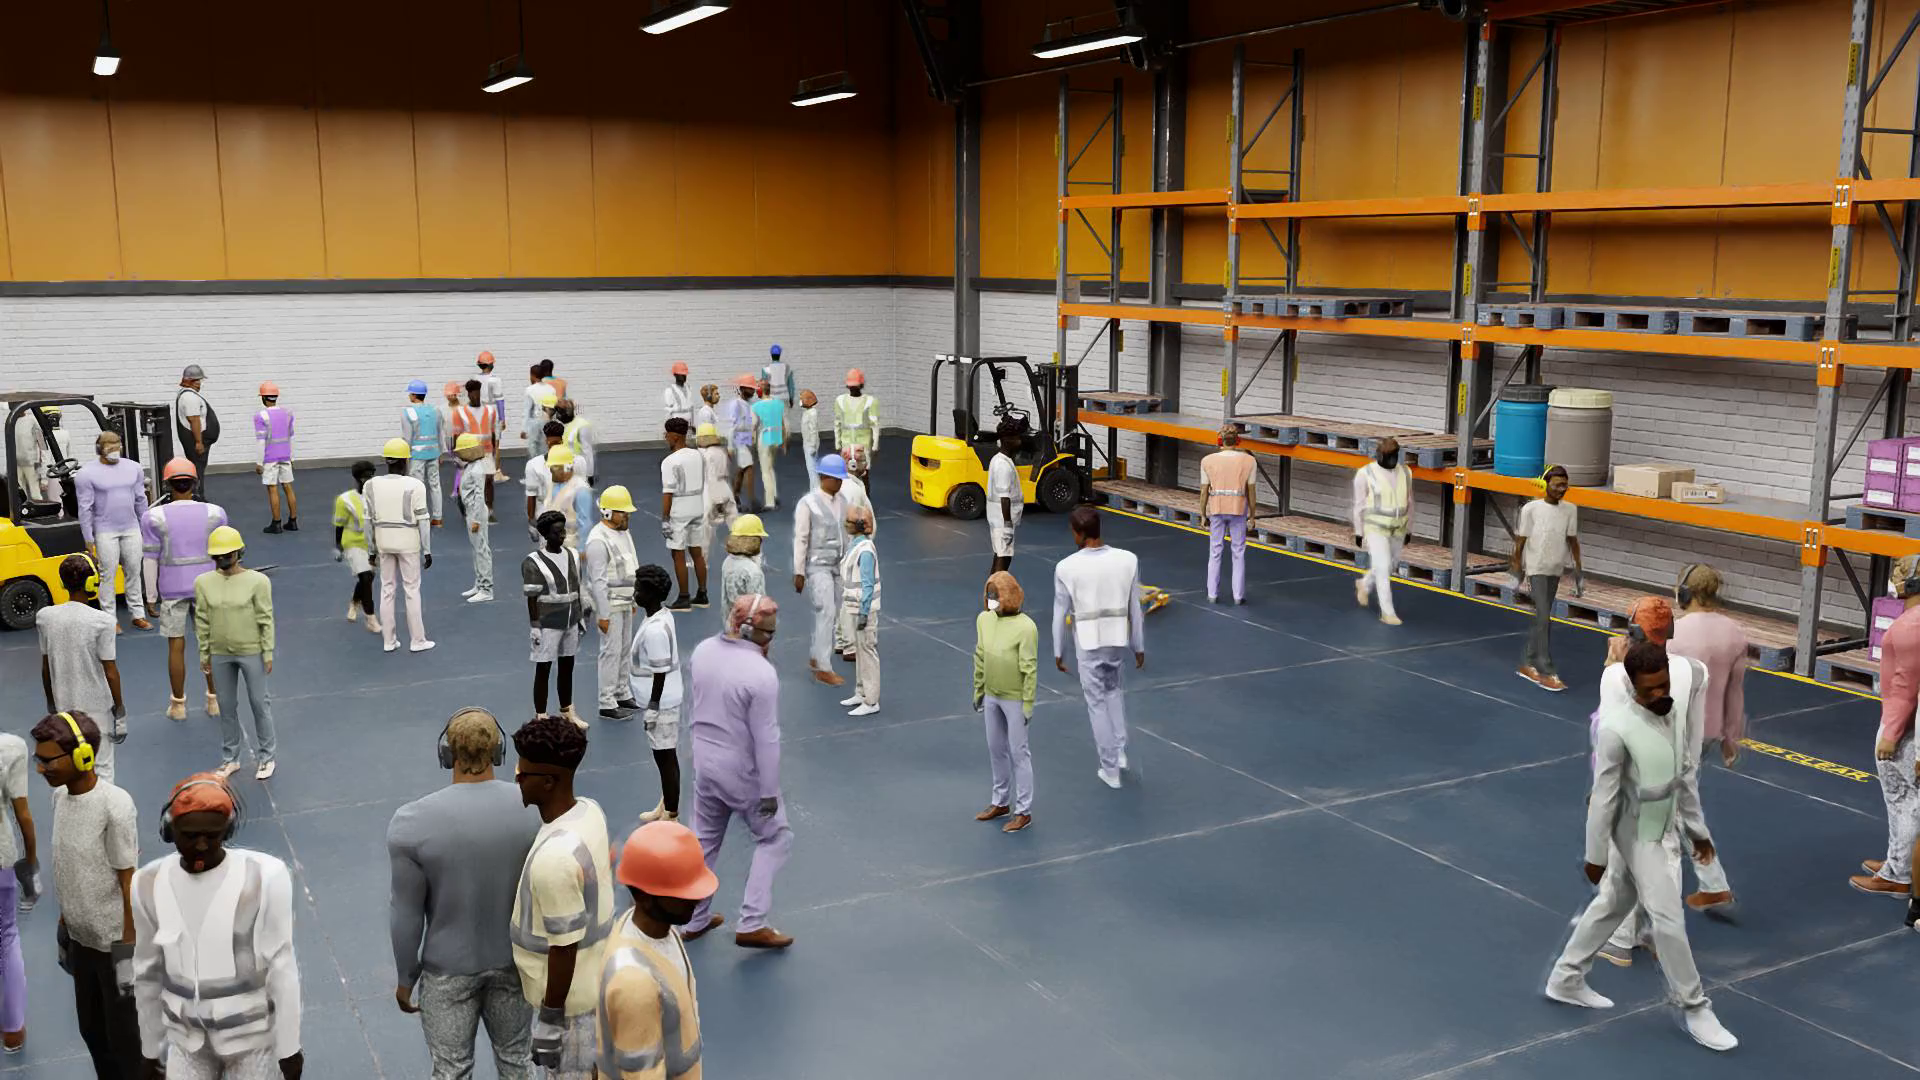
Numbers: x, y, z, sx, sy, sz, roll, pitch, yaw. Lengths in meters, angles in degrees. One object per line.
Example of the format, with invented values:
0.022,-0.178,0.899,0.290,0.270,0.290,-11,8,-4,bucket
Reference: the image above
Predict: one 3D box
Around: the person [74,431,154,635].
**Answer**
-7.923,-0.071,15.610,0.382,1.930,0.636,7,12,37,person

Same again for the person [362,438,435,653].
-5.016,0.052,14.890,0.594,1.924,0.382,1,10,5,person

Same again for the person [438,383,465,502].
-7.281,-1.413,23.962,0.593,1.698,0.903,2,10,9,person

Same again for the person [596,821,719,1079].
-0.829,1.761,5.097,0.629,1.908,0.587,0,10,-2,person

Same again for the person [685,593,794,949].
-1.140,1.189,8.535,0.670,1.871,0.420,8,13,40,person

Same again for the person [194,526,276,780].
-4.899,0.769,11.257,0.527,1.760,0.345,0,10,0,person

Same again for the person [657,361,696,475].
-4.355,-1.794,25.546,0.769,1.921,0.546,5,11,27,person

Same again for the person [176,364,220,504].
-10.502,-1.406,22.957,0.536,2.000,0.684,-6,12,-32,person

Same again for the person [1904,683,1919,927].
5.252,1.143,8.639,0.390,1.923,0.549,-6,12,-33,person

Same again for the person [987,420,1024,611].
0.443,-0.191,16.177,0.361,1.963,0.612,-1,10,-5,person

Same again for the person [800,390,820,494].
-2.139,-1.327,23.708,0.278,1.628,0.505,-3,10,-17,person

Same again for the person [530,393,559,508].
-5.346,-1.045,21.699,0.411,1.743,0.553,7,12,33,person

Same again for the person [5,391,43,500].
-11.613,-0.914,20.634,0.518,1.865,0.327,1,10,8,person

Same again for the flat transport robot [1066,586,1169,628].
1.523,0.629,16.334,0.652,0.197,1.431,4,11,24,flat transport robot

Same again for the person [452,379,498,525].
-6.433,-1.188,22.015,0.596,1.928,0.933,-7,12,-35,person

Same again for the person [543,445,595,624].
-3.648,0.003,15.519,0.681,1.817,0.613,-9,13,-42,person

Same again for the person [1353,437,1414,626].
4.111,-0.123,16.246,0.628,1.812,0.835,-3,10,-18,person

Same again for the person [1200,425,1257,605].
2.716,-0.247,16.882,0.560,1.836,0.394,2,10,12,person

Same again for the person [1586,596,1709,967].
3.437,1.207,8.356,0.572,1.887,0.356,-2,10,-11,person

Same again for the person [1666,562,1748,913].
4.007,1.069,9.142,0.636,1.911,0.903,-5,11,-25,person

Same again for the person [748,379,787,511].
-2.688,-1.307,22.986,0.510,1.825,0.612,9,13,41,person

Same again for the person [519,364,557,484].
-6.377,-1.739,25.358,0.989,1.877,0.608,5,11,25,person

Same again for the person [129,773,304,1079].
-2.517,1.677,5.704,0.609,1.866,0.715,1,10,6,person

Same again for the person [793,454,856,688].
-1.090,0.231,13.897,0.677,1.913,0.632,9,13,41,person

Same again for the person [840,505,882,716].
-0.766,0.540,12.903,0.312,1.642,0.512,-2,10,-12,person

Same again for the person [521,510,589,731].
-2.987,0.616,12.309,0.318,1.697,0.535,7,12,33,person

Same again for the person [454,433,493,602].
-5.006,-0.234,17.093,0.311,1.735,0.484,-4,11,-23,person

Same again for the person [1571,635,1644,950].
3.411,1.292,8.577,0.308,1.641,0.517,0,10,2,person

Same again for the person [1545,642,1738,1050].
3.142,1.362,7.589,0.889,1.858,0.582,8,12,37,person

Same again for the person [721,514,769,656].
-1.504,0.678,11.821,0.302,1.740,0.494,-7,12,-35,person

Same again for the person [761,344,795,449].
-3.307,-2.608,30.285,0.620,1.908,0.989,-3,10,-17,person

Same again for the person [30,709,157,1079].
-3.338,1.559,6.432,0.529,1.857,0.334,7,12,33,person

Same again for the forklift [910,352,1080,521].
0.460,-1.461,22.833,2.313,2.155,1.214,-5,11,-28,forklift

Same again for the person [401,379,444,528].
-6.911,-1.089,21.388,0.375,1.950,0.615,7,12,34,person

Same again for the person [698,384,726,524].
-3.285,-1.137,21.970,0.345,1.847,0.508,-2,10,-11,person

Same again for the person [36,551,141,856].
-5.082,0.995,9.671,0.510,1.861,0.324,1,10,8,person

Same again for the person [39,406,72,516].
-10.864,-0.752,19.982,0.309,1.769,0.525,1,10,4,person

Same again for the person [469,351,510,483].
-7.317,-1.909,25.838,0.607,2.048,0.370,4,11,21,person

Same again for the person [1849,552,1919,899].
5.265,1.024,9.263,0.367,1.939,0.635,9,13,42,person

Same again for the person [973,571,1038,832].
0.275,0.991,10.358,0.294,1.625,0.503,-9,14,-43,person

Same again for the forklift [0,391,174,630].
-9.026,-0.363,16.508,1.214,2.155,2.313,6,11,29,forklift

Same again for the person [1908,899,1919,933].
5.253,1.072,8.681,0.377,2.045,0.605,5,11,27,person

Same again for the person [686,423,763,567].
-2.646,-0.477,18.687,0.948,1.671,0.495,4,11,23,person

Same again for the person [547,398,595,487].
-4.827,-0.803,20.144,0.646,1.801,0.938,8,13,38,person

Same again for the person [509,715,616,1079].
-1.418,1.583,5.963,0.367,1.966,0.607,-1,10,-4,person

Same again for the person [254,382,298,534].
-8.751,-1.048,21.207,0.383,1.933,0.552,6,12,31,person

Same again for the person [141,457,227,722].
-5.910,0.377,12.742,0.611,2.030,0.410,-7,12,-34,person

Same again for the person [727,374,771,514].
-2.847,-1.304,22.747,0.811,1.906,0.566,4,11,21,person

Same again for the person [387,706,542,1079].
-1.778,1.567,6.182,0.635,1.929,0.382,-5,11,-28,person

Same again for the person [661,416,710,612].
-2.768,-0.259,16.617,0.378,1.955,0.602,7,12,34,person

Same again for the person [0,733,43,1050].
-4.258,1.440,7.186,0.503,1.839,0.785,-7,12,-33,person

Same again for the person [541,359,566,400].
-6.435,-1.911,26.285,0.484,1.901,0.592,8,13,39,person

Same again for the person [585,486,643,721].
-2.640,0.482,12.744,0.403,1.817,0.601,1,10,8,person

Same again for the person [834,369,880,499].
-1.389,-1.273,22.261,0.623,2.026,0.449,2,10,10,person

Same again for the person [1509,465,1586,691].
4.875,0.316,13.617,0.561,1.837,0.846,-3,10,-15,person

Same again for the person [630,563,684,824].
-1.857,0.982,10.193,0.320,1.698,0.531,-1,10,-7,person

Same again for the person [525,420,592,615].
-3.928,-0.202,16.292,0.615,1.952,0.386,-4,11,-23,person

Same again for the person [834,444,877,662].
-0.932,0.106,14.636,0.400,1.910,0.643,-2,10,-13,person

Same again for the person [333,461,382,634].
-5.710,0.033,15.812,0.536,1.647,0.837,-10,14,-44,person

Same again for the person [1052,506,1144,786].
0.913,0.711,11.231,0.631,1.874,0.584,-3,10,-16,person
